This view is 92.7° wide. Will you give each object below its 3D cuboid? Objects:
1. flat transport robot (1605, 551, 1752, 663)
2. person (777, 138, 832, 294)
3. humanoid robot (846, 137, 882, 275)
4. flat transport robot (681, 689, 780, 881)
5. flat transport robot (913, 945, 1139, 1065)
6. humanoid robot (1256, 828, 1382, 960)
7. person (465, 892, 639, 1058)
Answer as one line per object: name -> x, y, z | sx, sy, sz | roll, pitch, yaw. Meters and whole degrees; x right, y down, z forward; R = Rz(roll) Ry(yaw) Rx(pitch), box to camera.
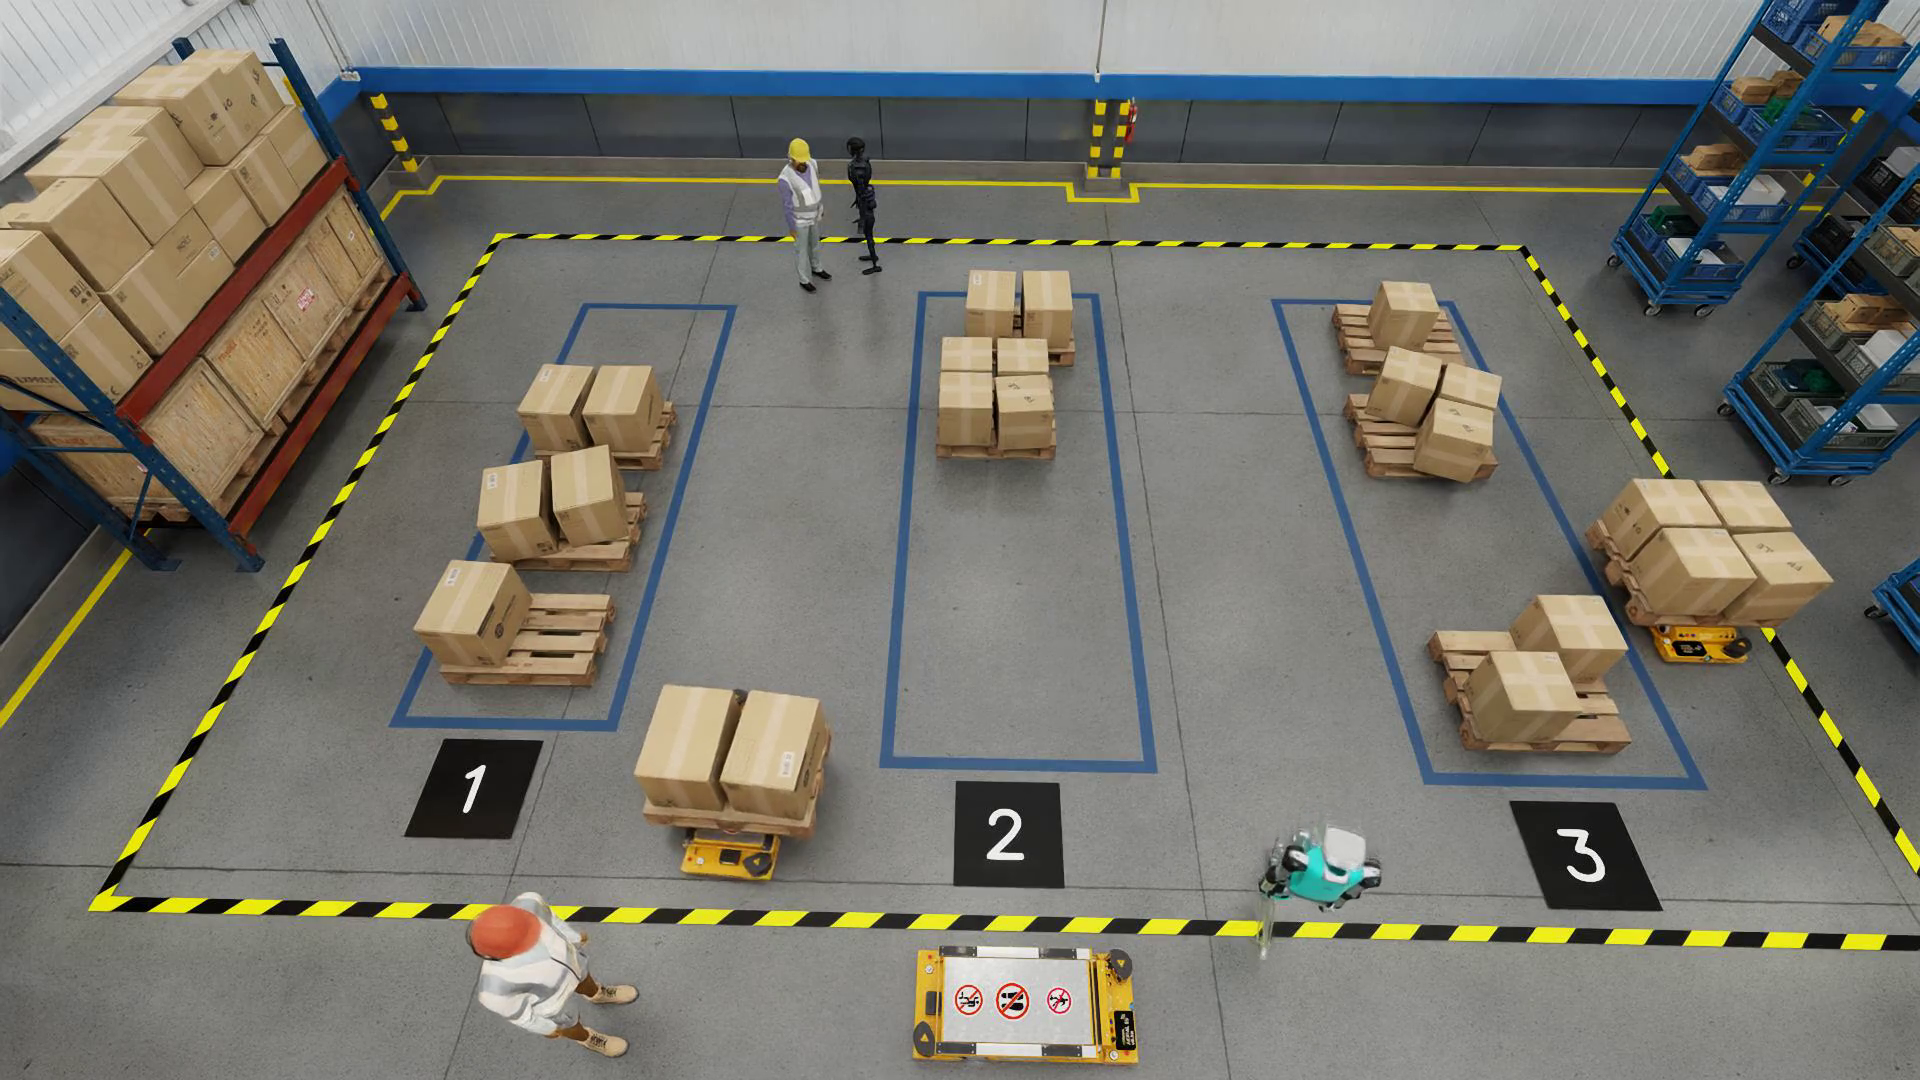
flat transport robot -> 6.300, 0.425, 8.121 | 0.652, 0.197, 1.431 | 1, 51, 1
person -> -1.759, -3.724, 10.517 | 0.404, 1.825, 0.590 | 27, 56, 20
humanoid robot -> -1.135, -3.917, 10.762 | 0.315, 1.654, 0.599 | -6, 51, -5
flat transport robot -> -1.619, 1.823, 6.982 | 0.652, 0.197, 1.431 | 4, 51, 3
flat transport robot -> 0.422, 3.041, 6.007 | 1.431, 0.231, 0.659 | 1, 51, 1
humanoid robot -> 2.204, 2.008, 5.939 | 0.531, 1.783, 1.024 | 10, 51, 8
person -> -2.321, 2.524, 5.286 | 0.369, 2.043, 0.607 | 0, 51, 0
